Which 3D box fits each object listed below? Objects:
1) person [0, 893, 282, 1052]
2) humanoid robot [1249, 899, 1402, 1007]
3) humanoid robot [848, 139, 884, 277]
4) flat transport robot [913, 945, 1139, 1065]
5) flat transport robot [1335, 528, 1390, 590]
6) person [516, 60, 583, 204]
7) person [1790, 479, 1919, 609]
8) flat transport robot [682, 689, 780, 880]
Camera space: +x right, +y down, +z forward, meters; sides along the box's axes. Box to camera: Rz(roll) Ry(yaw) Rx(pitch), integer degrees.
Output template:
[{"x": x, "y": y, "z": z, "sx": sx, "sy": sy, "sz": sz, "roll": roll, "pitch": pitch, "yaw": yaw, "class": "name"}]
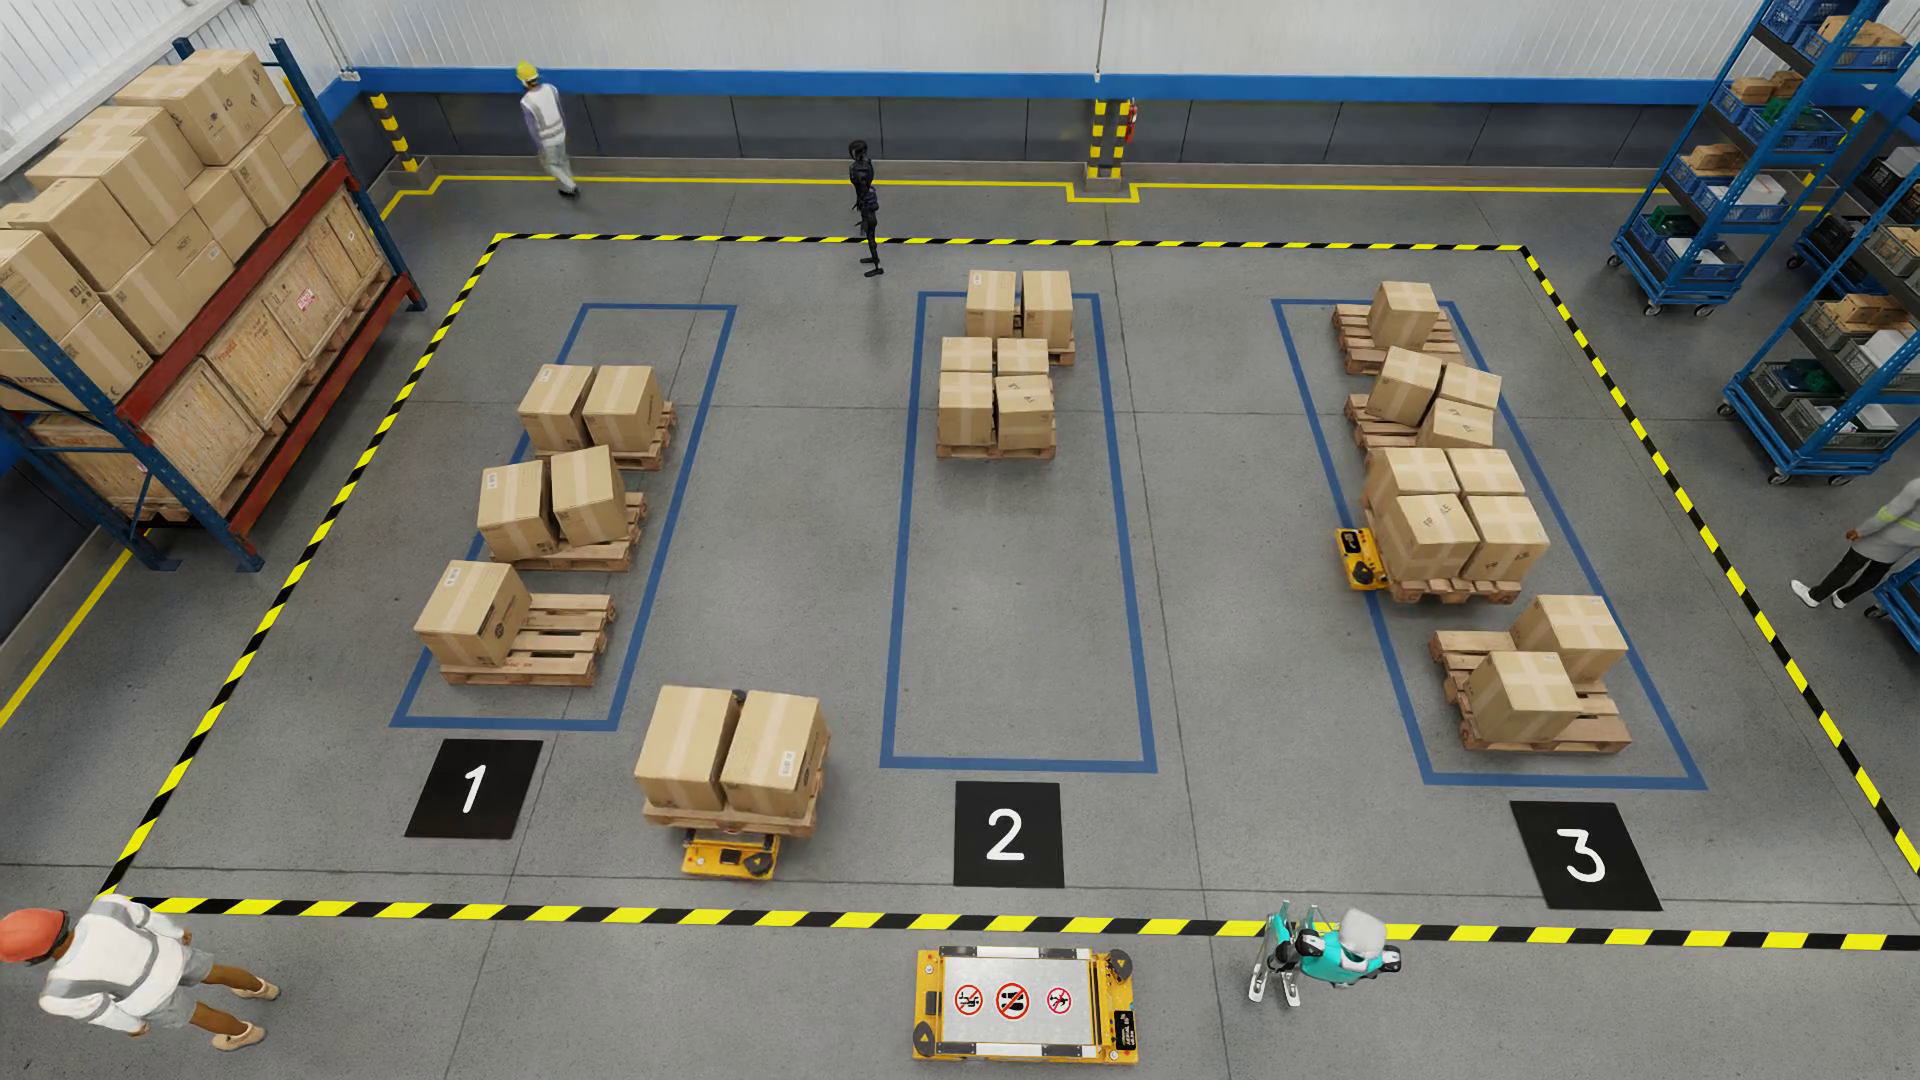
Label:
[{"x": -4.684, "y": 2.523, "z": 5.283, "sx": 0.365, "sy": 2.048, "sz": 0.607, "roll": -2, "pitch": 51, "yaw": -2, "class": "person"}, {"x": 2.125, "y": 2.381, "z": 5.513, "sx": 0.533, "sy": 1.673, "sz": 0.735, "roll": 8, "pitch": 51, "yaw": 7, "class": "humanoid robot"}, {"x": -1.111, "y": -3.882, "z": 10.732, "sx": 0.315, "sy": 1.656, "sz": 0.599, "roll": -8, "pitch": 51, "yaw": -6, "class": "humanoid robot"}, {"x": 0.422, "y": 3.041, "z": 6.007, "sx": 1.431, "sy": 0.231, "sz": 0.659, "roll": 1, "pitch": 51, "yaw": 1, "class": "flat transport robot"}, {"x": 4.237, "y": 0.148, "z": 8.347, "sx": 1.431, "sy": 0.197, "sz": 0.652, "roll": 1, "pitch": 51, "yaw": 1, "class": "flat transport robot"}, {"x": -5.210, "y": -5.156, "z": 11.689, "sx": 0.529, "sy": 1.816, "sz": 0.598, "roll": 23, "pitch": 54, "yaw": 18, "class": "person"}, {"x": 7.682, "y": -0.079, "z": 7.531, "sx": 0.588, "sy": 1.850, "sz": 0.396, "roll": 7, "pitch": 51, "yaw": 6, "class": "person"}, {"x": -1.622, "y": 1.823, "z": 6.982, "sx": 0.652, "sy": 0.197, "sz": 1.431, "roll": 3, "pitch": 51, "yaw": 3, "class": "flat transport robot"}]
